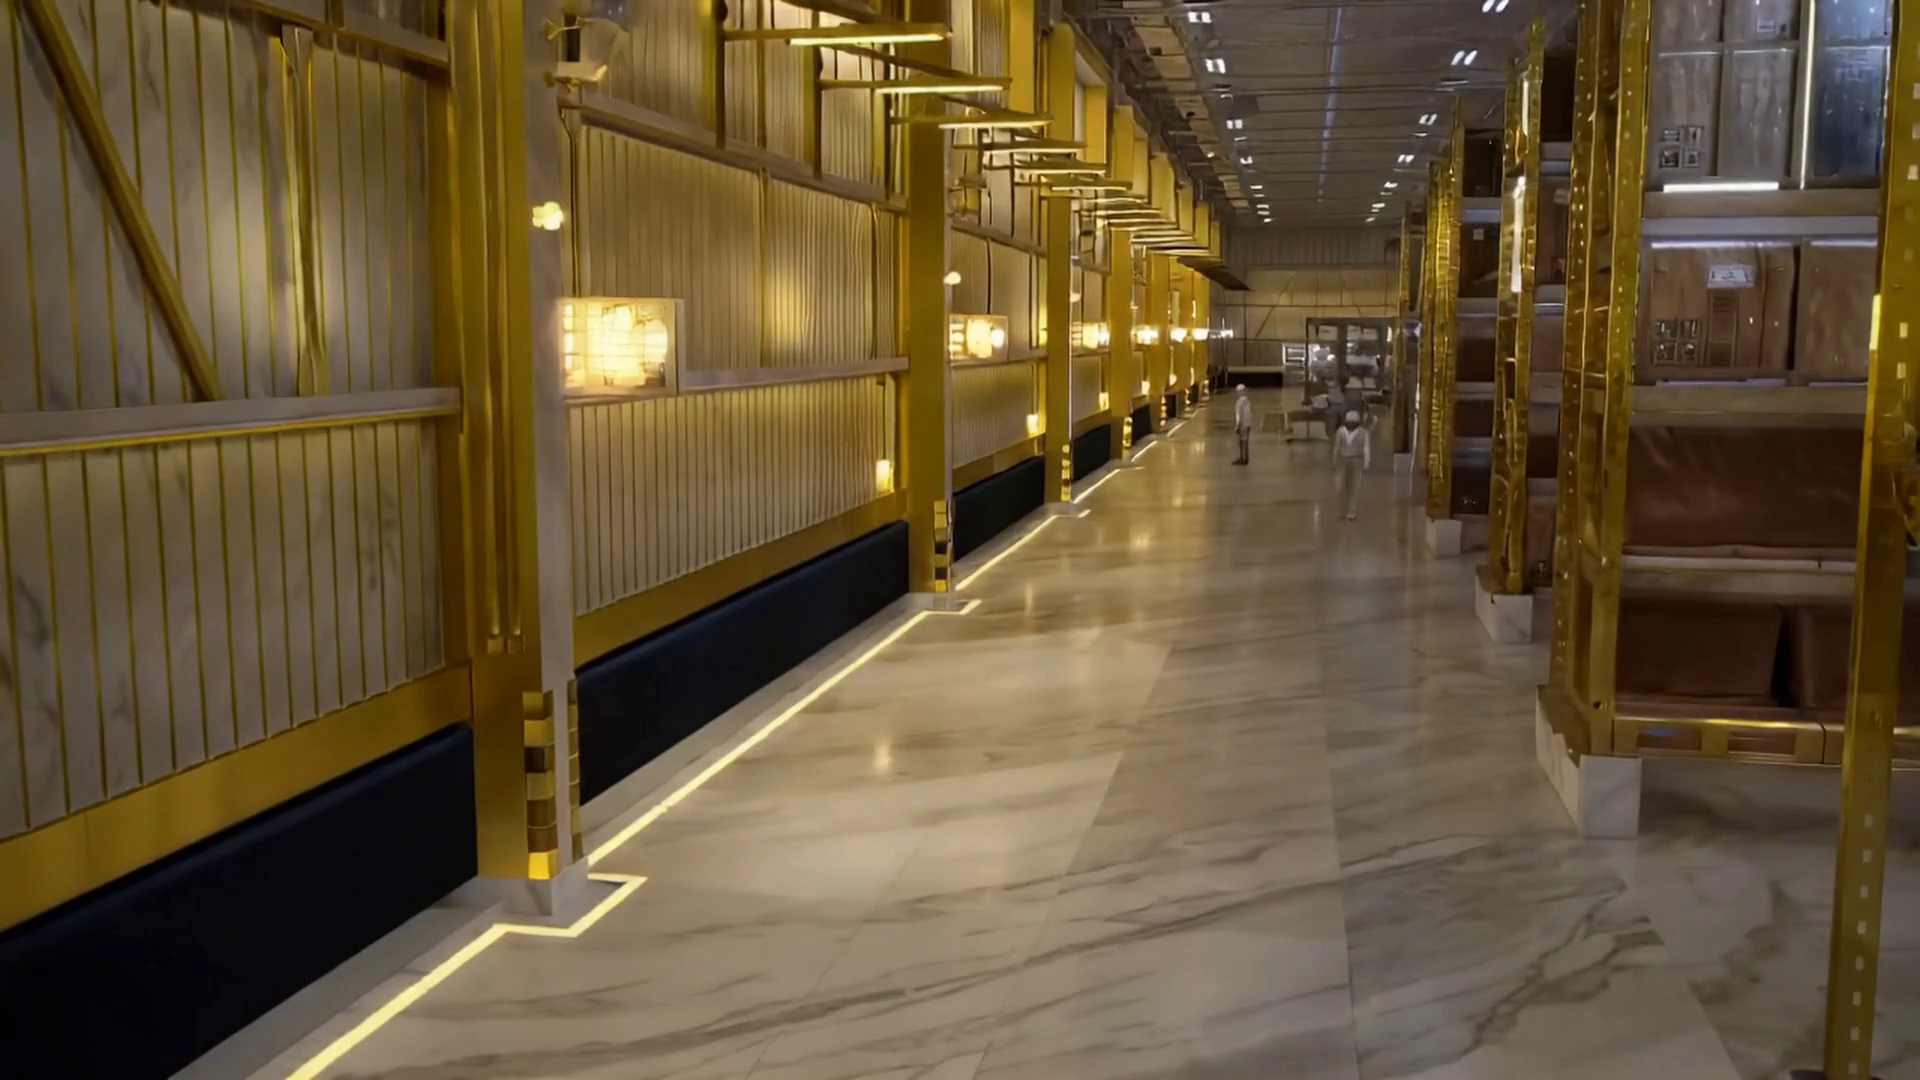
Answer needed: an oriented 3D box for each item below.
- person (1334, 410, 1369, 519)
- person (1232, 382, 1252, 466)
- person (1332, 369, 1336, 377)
[{"bbox_3d":[6.465,-1.237,27.535,0.601,1.807,0.690,3,8,21],"label":"person"},{"bbox_3d":[6.533,-2.683,38.607,0.361,1.940,0.543,6,9,40],"label":"person"},{"bbox_3d":[13.503,-5.331,60.342,0.772,1.805,0.580,2,7,18],"label":"person"}]
